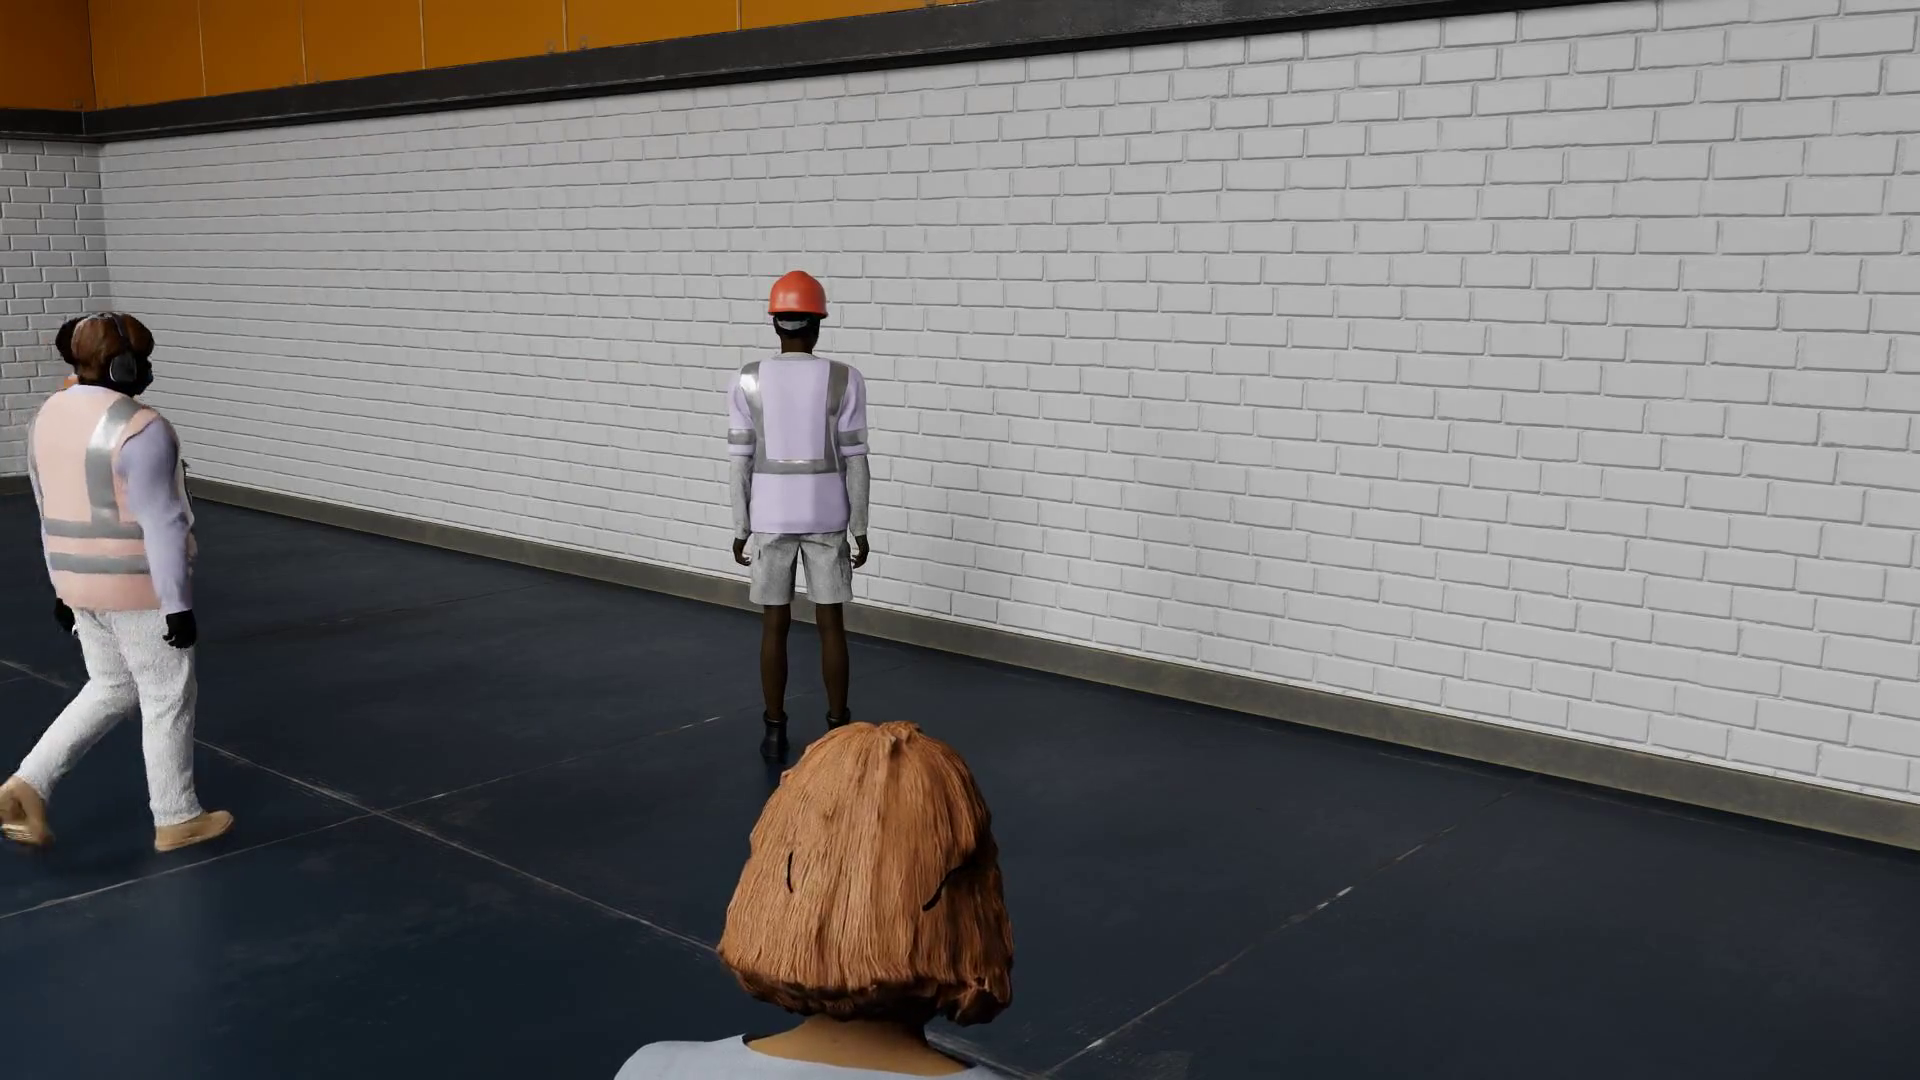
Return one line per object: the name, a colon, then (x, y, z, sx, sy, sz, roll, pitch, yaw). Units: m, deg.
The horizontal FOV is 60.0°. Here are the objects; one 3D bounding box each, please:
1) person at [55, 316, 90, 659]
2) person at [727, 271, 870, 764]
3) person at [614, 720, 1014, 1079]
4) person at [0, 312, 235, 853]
person: (-4.186, -0.228, 8.056, 0.319, 1.697, 0.532, -7, 12, -34)
person: (-0.628, -0.084, 6.559, 0.552, 1.932, 0.377, 0, 10, -1)
person: (-0.067, 0.959, 1.484, 0.499, 1.632, 0.280, 3, 10, 16)
person: (-2.787, 0.173, 5.428, 0.633, 1.822, 0.650, 6, 12, 31)
